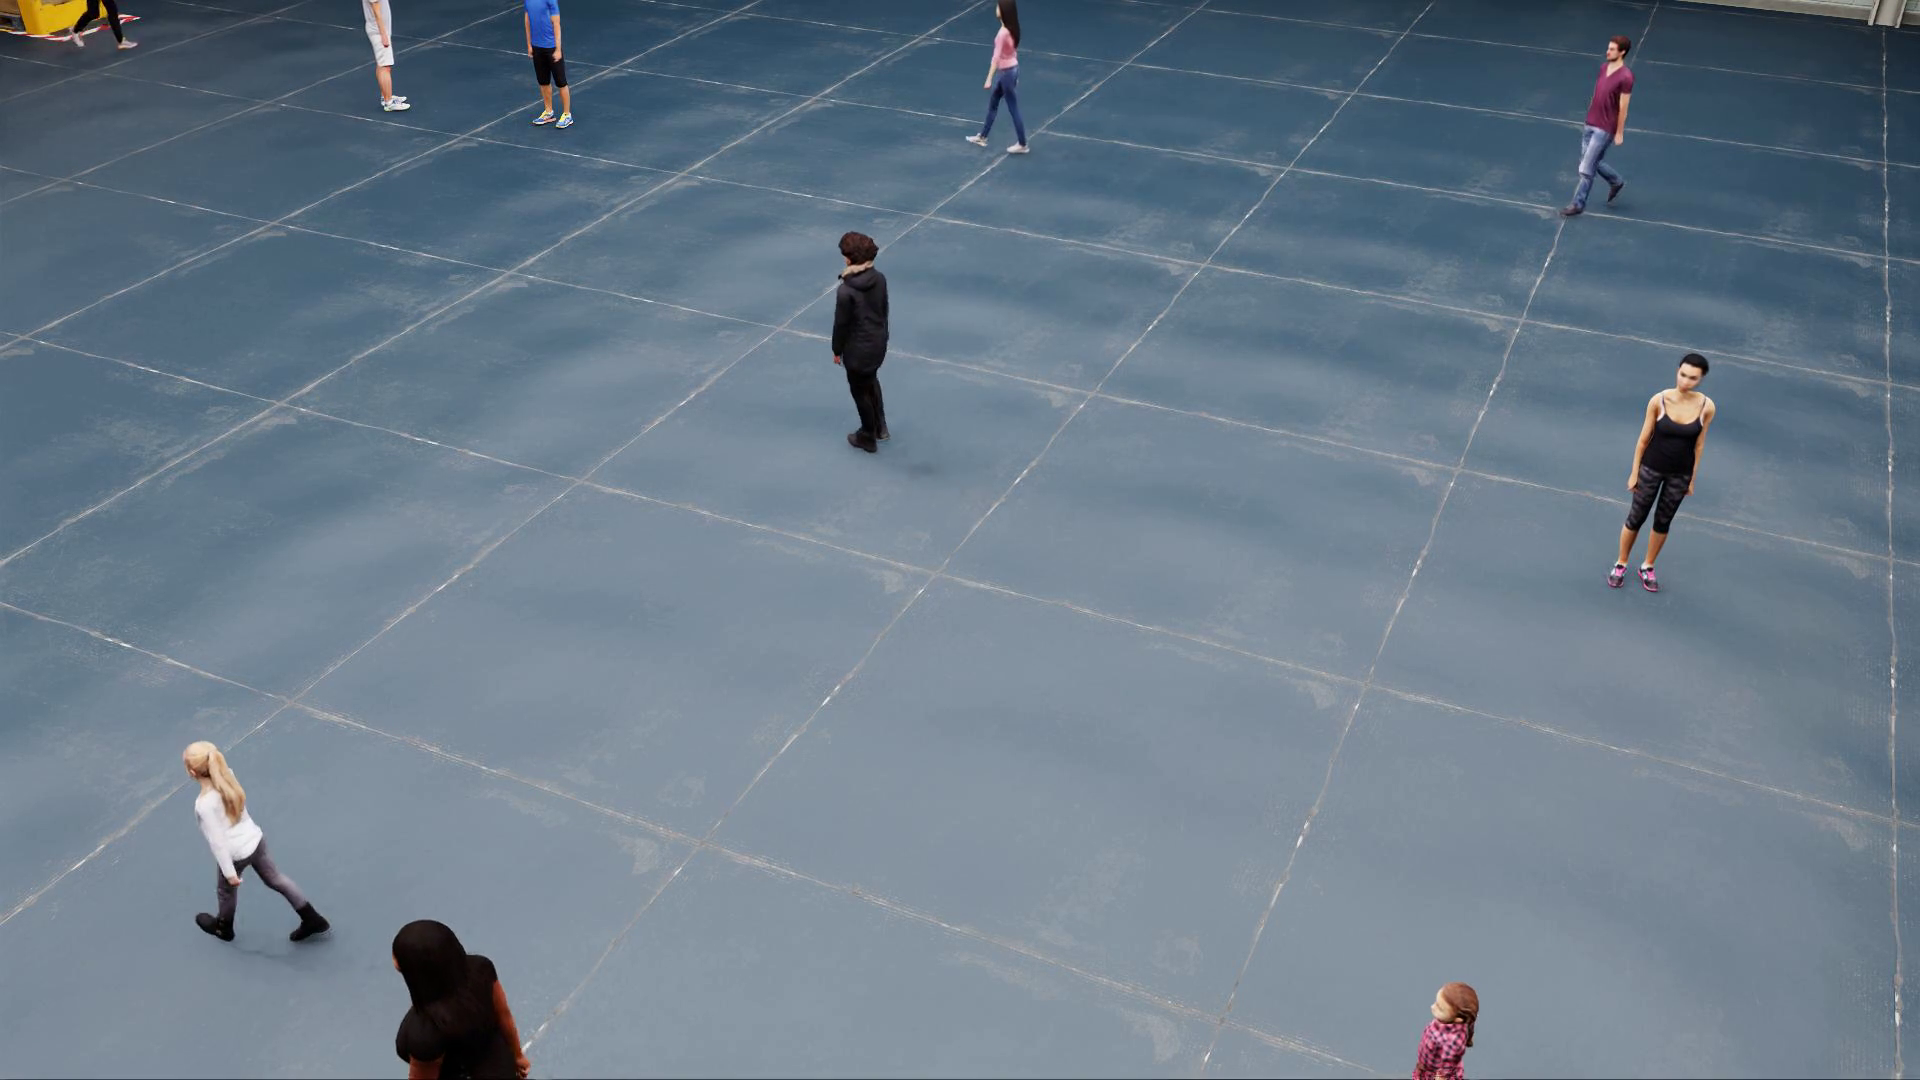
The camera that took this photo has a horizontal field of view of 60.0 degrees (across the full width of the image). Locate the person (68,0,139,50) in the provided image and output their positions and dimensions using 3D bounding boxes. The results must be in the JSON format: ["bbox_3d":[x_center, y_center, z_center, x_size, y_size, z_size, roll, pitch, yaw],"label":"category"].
[{"bbox_3d":[-11.440,-7.288,21.810,1.136,1.741,0.878,2,32,3],"label":"person"}]

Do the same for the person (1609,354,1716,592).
[{"bbox_3d":[4.653,-0.448,10.981,0.518,1.727,0.666,8,33,12],"label":"person"}]

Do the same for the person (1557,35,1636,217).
[{"bbox_3d":[6.561,-4.176,16.797,1.152,1.826,1.037,-7,33,-11],"label":"person"}]

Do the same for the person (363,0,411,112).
[{"bbox_3d":[-6.909,-6.066,19.766,0.819,1.854,0.747,-12,34,-19],"label":"person"}]

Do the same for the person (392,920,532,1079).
[{"bbox_3d":[-1.848,2.253,6.632,1.221,1.799,0.811,7,33,11],"label":"person"}]

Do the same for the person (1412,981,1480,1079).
[{"bbox_3d":[2.134,2.325,7.251,0.733,1.015,0.524,6,33,9],"label":"person"}]

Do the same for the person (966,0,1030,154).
[{"bbox_3d":[0.599,-5.101,18.365,1.019,1.718,0.695,8,33,12],"label":"person"}]

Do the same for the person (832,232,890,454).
[{"bbox_3d":[-0.664,-1.447,12.528,0.681,1.766,0.710,27,41,36],"label":"person"}]

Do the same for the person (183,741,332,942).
[{"bbox_3d":[-3.510,1.541,8.269,0.969,1.256,0.673,3,32,4],"label":"person"}]

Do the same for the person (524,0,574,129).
[{"bbox_3d":[-4.771,-5.719,19.207,0.478,1.866,0.667,15,35,22],"label":"person"}]
